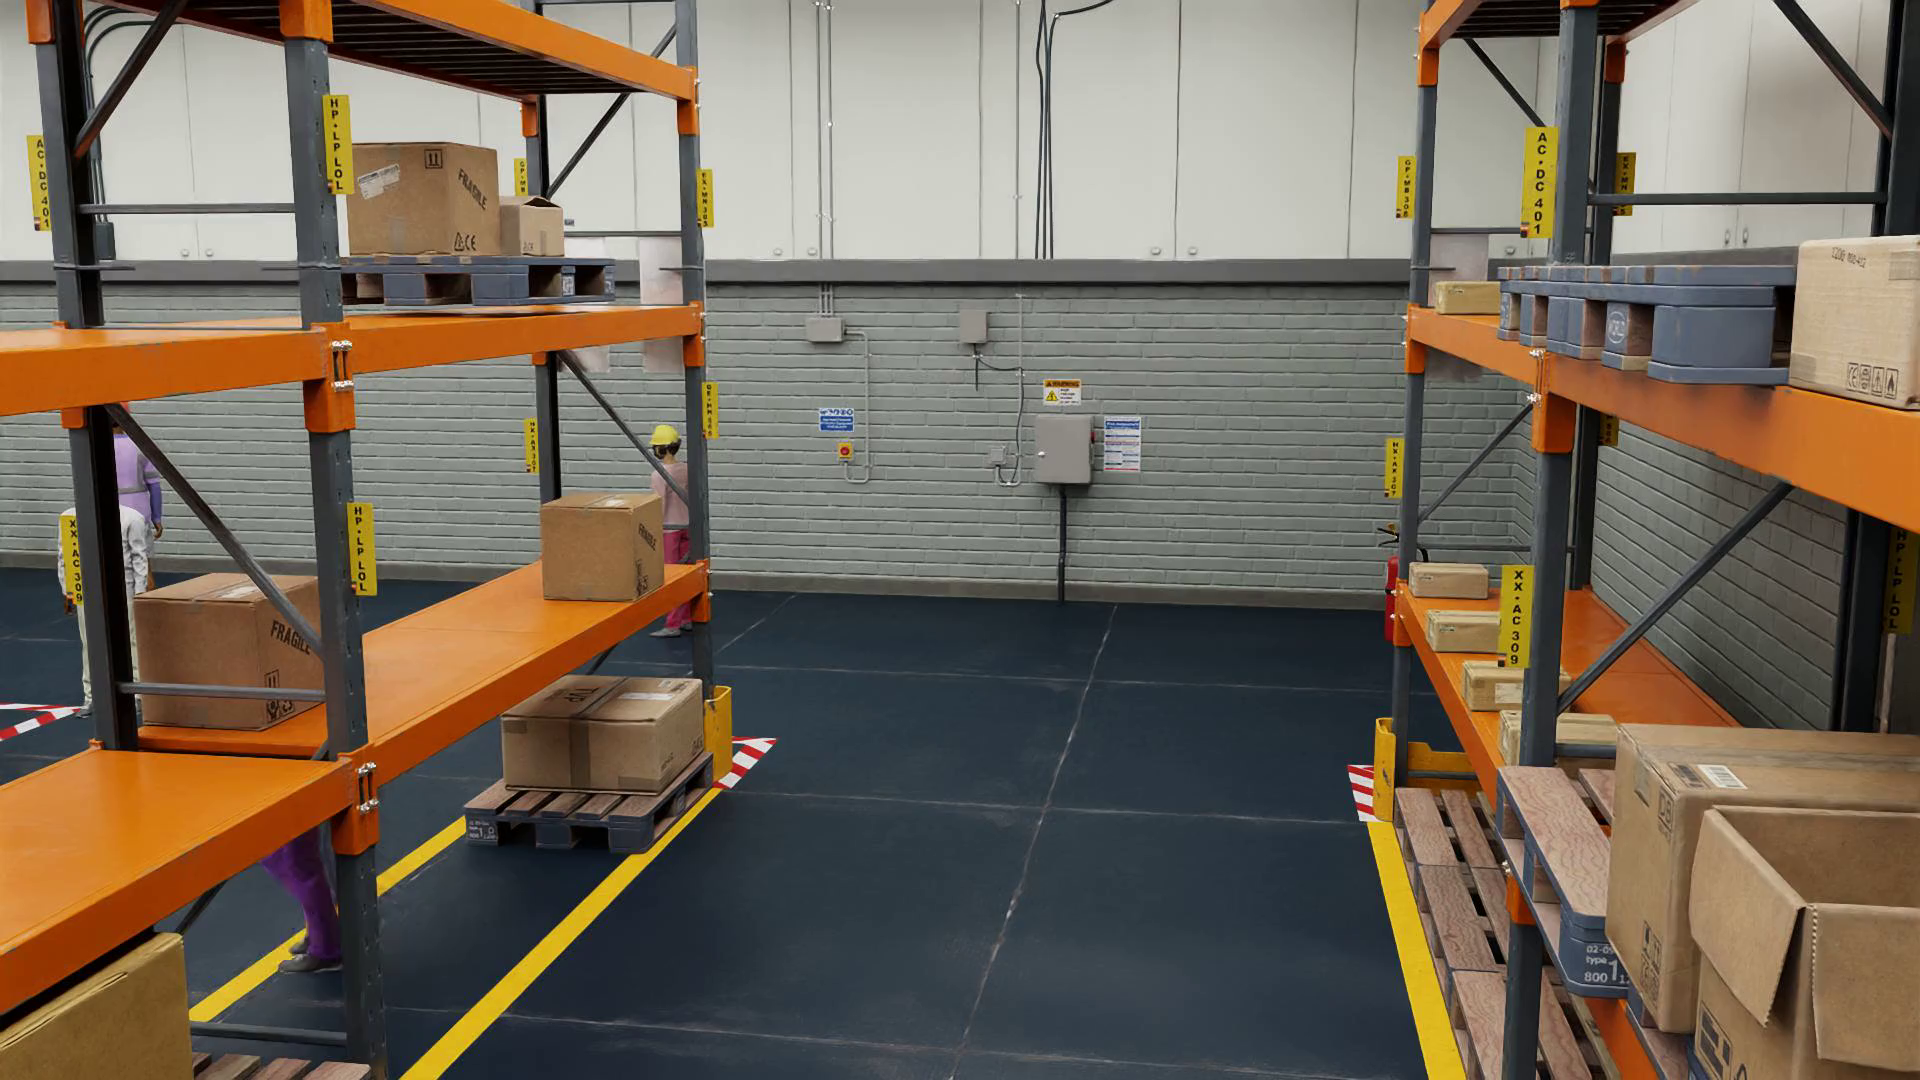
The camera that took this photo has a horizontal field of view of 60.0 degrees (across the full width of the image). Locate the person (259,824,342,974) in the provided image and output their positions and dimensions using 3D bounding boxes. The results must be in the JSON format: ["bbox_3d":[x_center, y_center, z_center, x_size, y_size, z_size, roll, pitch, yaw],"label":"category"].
[{"bbox_3d":[-2.845,1.040,7.063,0.401,1.710,0.605,-2,9,-13],"label":"person"}]

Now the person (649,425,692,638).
[{"bbox_3d":[-2.404,-0.072,13.780,0.312,1.771,0.524,4,10,21],"label":"person"}]

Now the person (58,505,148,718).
[{"bbox_3d":[-5.831,0.331,11.326,0.563,1.754,0.321,-2,9,-12],"label":"person"}]
